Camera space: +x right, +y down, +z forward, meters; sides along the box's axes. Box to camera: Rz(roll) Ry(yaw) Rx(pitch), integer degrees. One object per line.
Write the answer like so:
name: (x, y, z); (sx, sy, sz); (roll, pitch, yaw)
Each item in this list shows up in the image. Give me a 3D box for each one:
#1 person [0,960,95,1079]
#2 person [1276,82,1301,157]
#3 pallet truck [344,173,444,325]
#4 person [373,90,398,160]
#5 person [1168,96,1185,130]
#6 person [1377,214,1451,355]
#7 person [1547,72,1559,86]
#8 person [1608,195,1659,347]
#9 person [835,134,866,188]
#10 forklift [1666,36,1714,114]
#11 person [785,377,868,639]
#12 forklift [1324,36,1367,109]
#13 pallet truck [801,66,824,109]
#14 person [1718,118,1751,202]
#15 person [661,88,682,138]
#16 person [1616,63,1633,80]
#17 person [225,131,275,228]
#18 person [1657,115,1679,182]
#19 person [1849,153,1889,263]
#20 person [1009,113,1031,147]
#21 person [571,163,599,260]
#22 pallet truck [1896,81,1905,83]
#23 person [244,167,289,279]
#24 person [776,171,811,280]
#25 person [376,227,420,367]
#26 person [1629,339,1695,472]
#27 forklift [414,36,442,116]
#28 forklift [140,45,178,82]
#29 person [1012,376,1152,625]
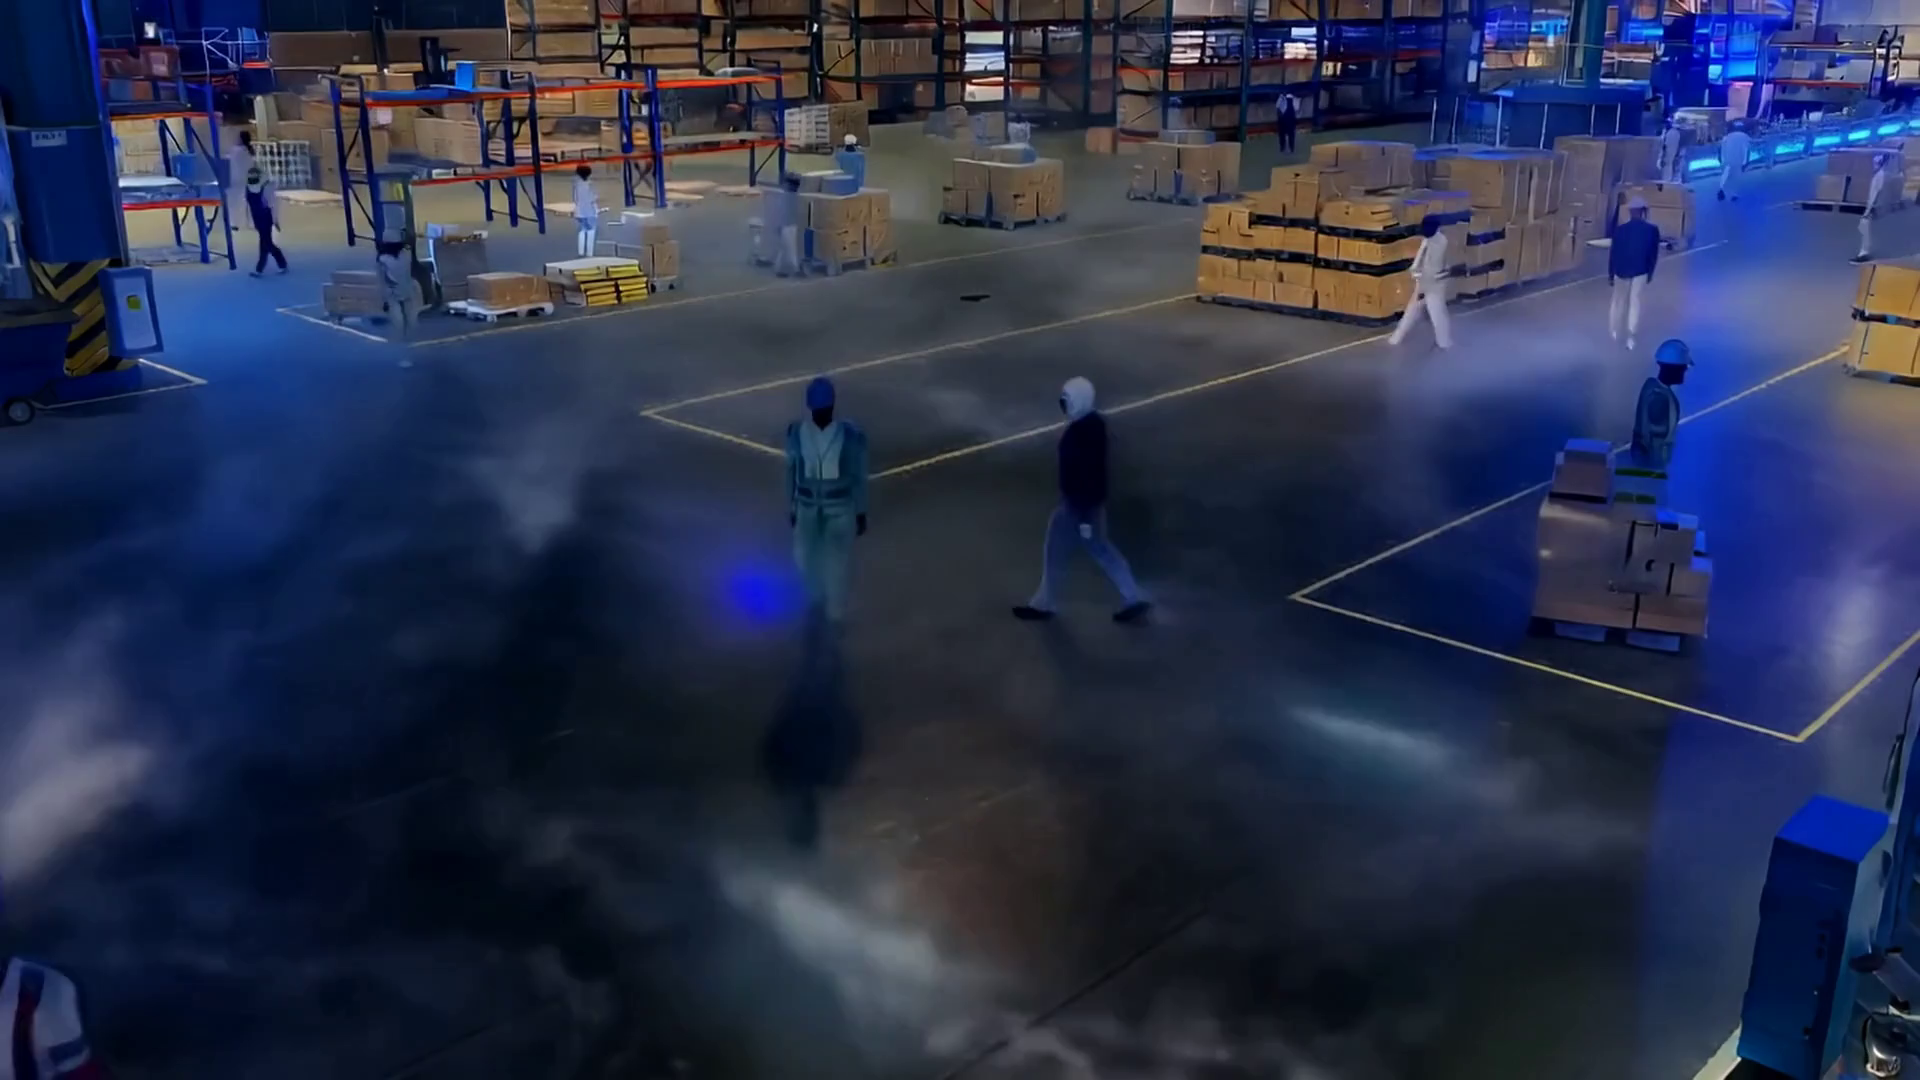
person: (-3.103, 1.994, 5.301); (0.562, 1.898, 0.906); (0, 18, -1)
person: (9.155, -11.790, 46.617); (0.684, 2.000, 0.535); (-5, 19, -14)
pallet truck: (-8.209, -4.181, 23.757); (0.823, 1.965, 1.885); (3, 19, 9)
person: (-15.898, -11.488, 45.969); (0.605, 1.880, 0.976); (-16, 24, -40)
person: (5.619, -10.374, 42.560); (0.900, 1.900, 0.575); (1, 18, 3)
person: (5.914, -3.257, 21.289); (0.945, 1.789, 0.654); (2, 18, 5)
person: (21.751, -16.318, 60.940); (0.750, 1.605, 0.498); (-13, 22, -34)
person: (8.841, -3.536, 21.898); (0.603, 1.963, 0.987); (6, 19, 17)
person: (-2.053, -6.664, 31.346); (0.584, 1.928, 0.374); (1, 18, 2)
forklift: (27.341, -17.291, 61.877); (1.129, 2.768, 1.873); (17, 25, 41)
person: (-0.960, -0.226, 11.949); (0.610, 1.935, 0.436); (1, 18, 4)
forklift: (14.570, -17.303, 61.915); (1.129, 2.768, 1.873); (17, 25, 41)
pallet truck: (-4.812, -15.182, 56.903); (0.823, 1.965, 1.885); (-9, 21, -26)
person: (17.014, -8.350, 36.620); (0.604, 1.816, 0.650); (15, 23, 38)
person: (-8.631, -12.780, 49.753); (0.622, 1.942, 0.662); (-5, 19, -15)
person: (24.439, -16.574, 61.263); (0.833, 1.903, 0.651); (-11, 21, -29)
person: (-13.921, -6.970, 32.308); (0.844, 1.913, 0.637); (-7, 20, -20)
person: (15.599, -8.422, 36.727); (0.531, 1.876, 0.317); (-14, 23, -36)
person: (15.549, -5.649, 28.395); (0.403, 1.864, 0.541); (7, 19, 19)
person: (1.436, -9.387, 39.906); (0.537, 1.699, 0.321); (3, 19, 8)
person: (-6.381, -5.572, 28.419); (0.540, 1.695, 0.317); (12, 22, 32)
pallet truck: (34.802, -16.331, 61.455); (0.653, 1.274, 1.630); (17, 25, 41)
person: (-11.368, -5.182, 27.117); (0.494, 1.789, 1.011); (7, 19, 19)
person: (-2.662, -5.076, 26.869); (0.870, 1.717, 0.543); (12, 22, 32)
person: (-7.000, -3.020, 20.676); (0.438, 1.736, 0.484); (15, 24, 38)
person: (5.523, -0.645, 13.213); (0.387, 1.927, 0.589); (5, 19, 15)
forklift: (-19.605, -17.228, 61.686); (1.129, 2.768, 1.873); (17, 25, 41)
forklift: (-25.308, -14.292, 52.842); (1.129, 2.768, 1.873); (-3, 19, -9)
person: (0.934, -0.273, 12.156); (1.007, 1.899, 0.633); (7, 20, 20)
